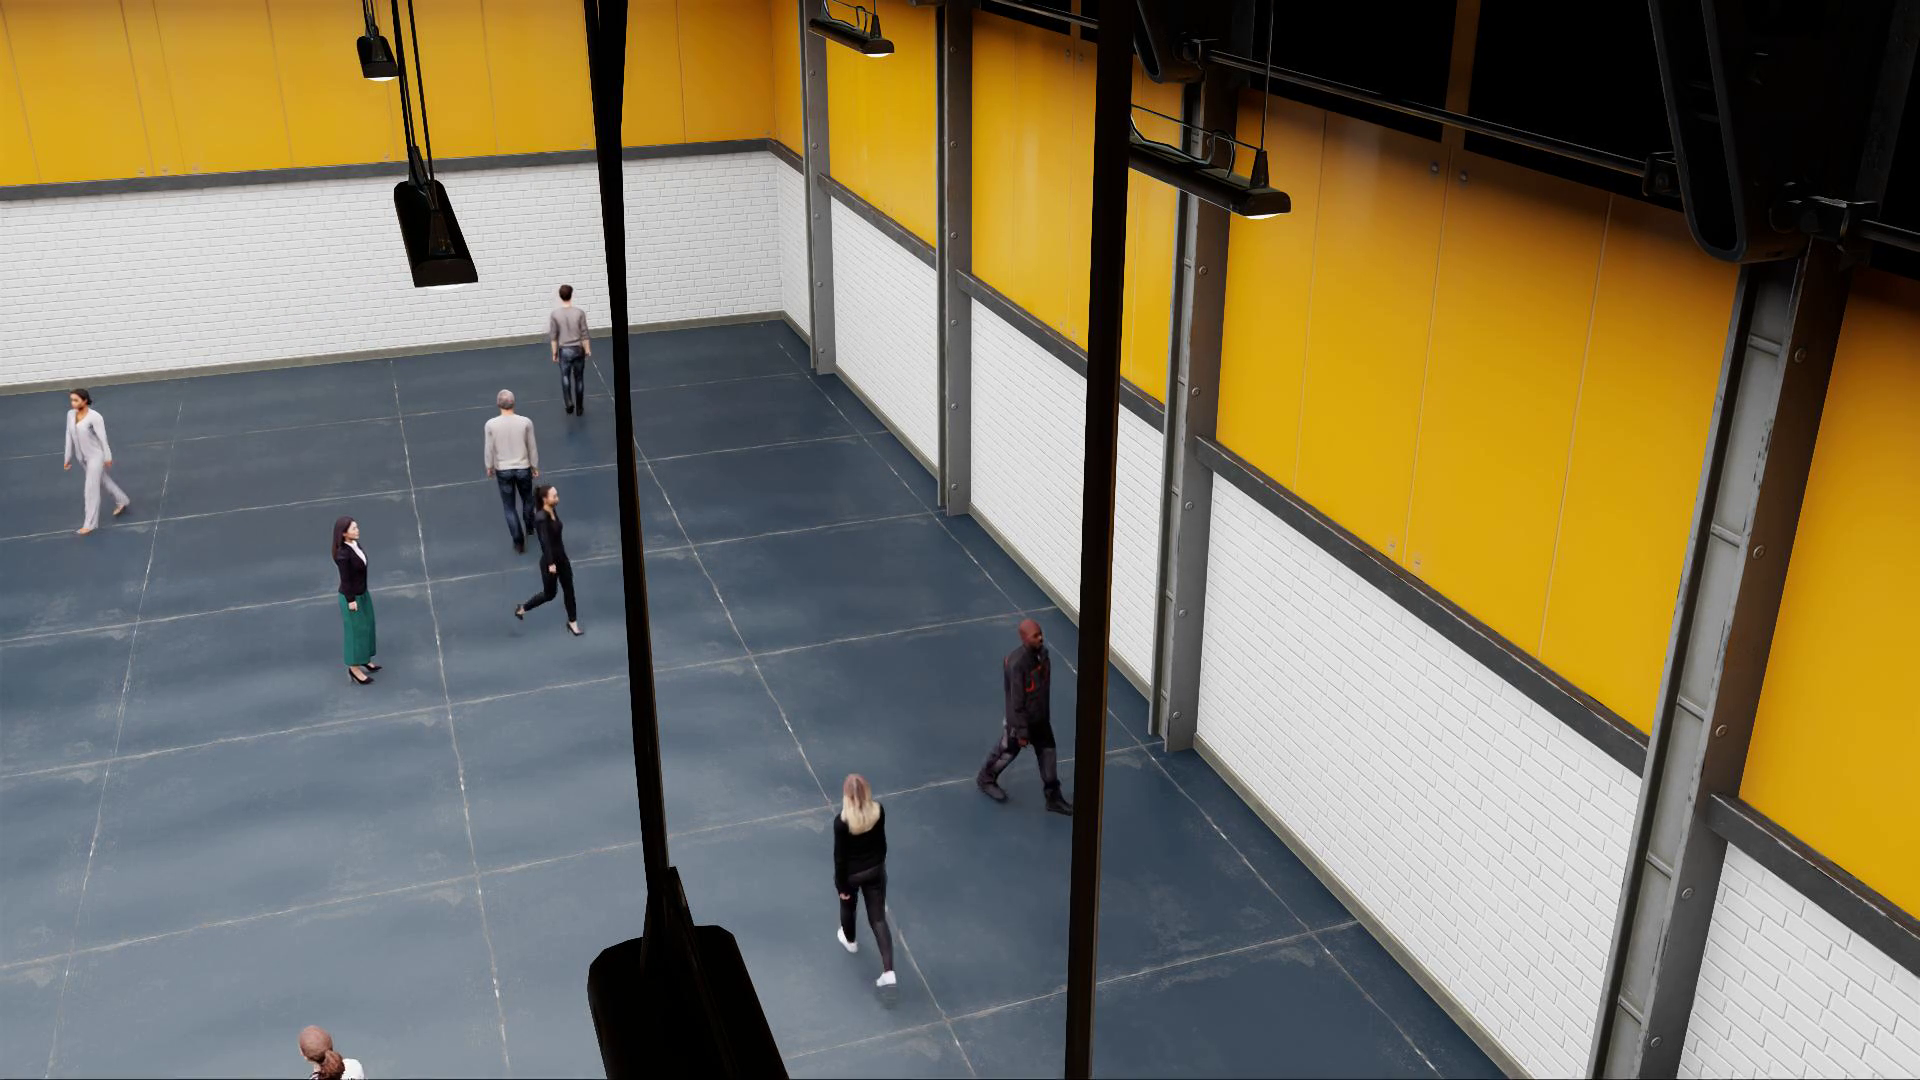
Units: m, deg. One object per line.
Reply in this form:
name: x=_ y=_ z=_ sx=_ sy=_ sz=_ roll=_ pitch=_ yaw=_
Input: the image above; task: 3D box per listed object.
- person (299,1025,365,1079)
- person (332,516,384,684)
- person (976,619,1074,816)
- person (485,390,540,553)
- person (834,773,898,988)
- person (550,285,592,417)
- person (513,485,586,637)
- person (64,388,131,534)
person: x=-3.480 y=3.551 z=9.542 sx=0.930 sy=1.735 sz=0.823 roll=16 pitch=28 yaw=32
person: x=-5.960 y=0.569 z=16.362 sx=0.708 sy=1.737 sz=0.564 roll=-2 pitch=24 yaw=-5
person: x=0.473 y=1.480 z=14.214 sx=1.340 sy=1.788 sz=1.165 roll=16 pitch=28 yaw=33
person: x=-5.163 y=-0.770 z=19.242 sx=0.726 sy=1.883 sz=0.966 roll=-8 pitch=25 yaw=-18
person: x=-0.671 y=2.488 z=12.075 sx=0.697 sy=1.653 sz=1.167 roll=-11 pitch=26 yaw=-24
person: x=-5.493 y=-2.637 z=23.505 sx=0.765 sy=1.889 sz=0.819 roll=-4 pitch=24 yaw=-9
person: x=-4.274 y=0.237 z=17.172 sx=0.953 sy=1.695 sz=1.005 roll=4 pitch=24 yaw=9
person: x=-10.405 y=-1.016 z=20.040 sx=1.116 sy=1.694 sz=1.217 roll=9 pitch=25 yaw=19
